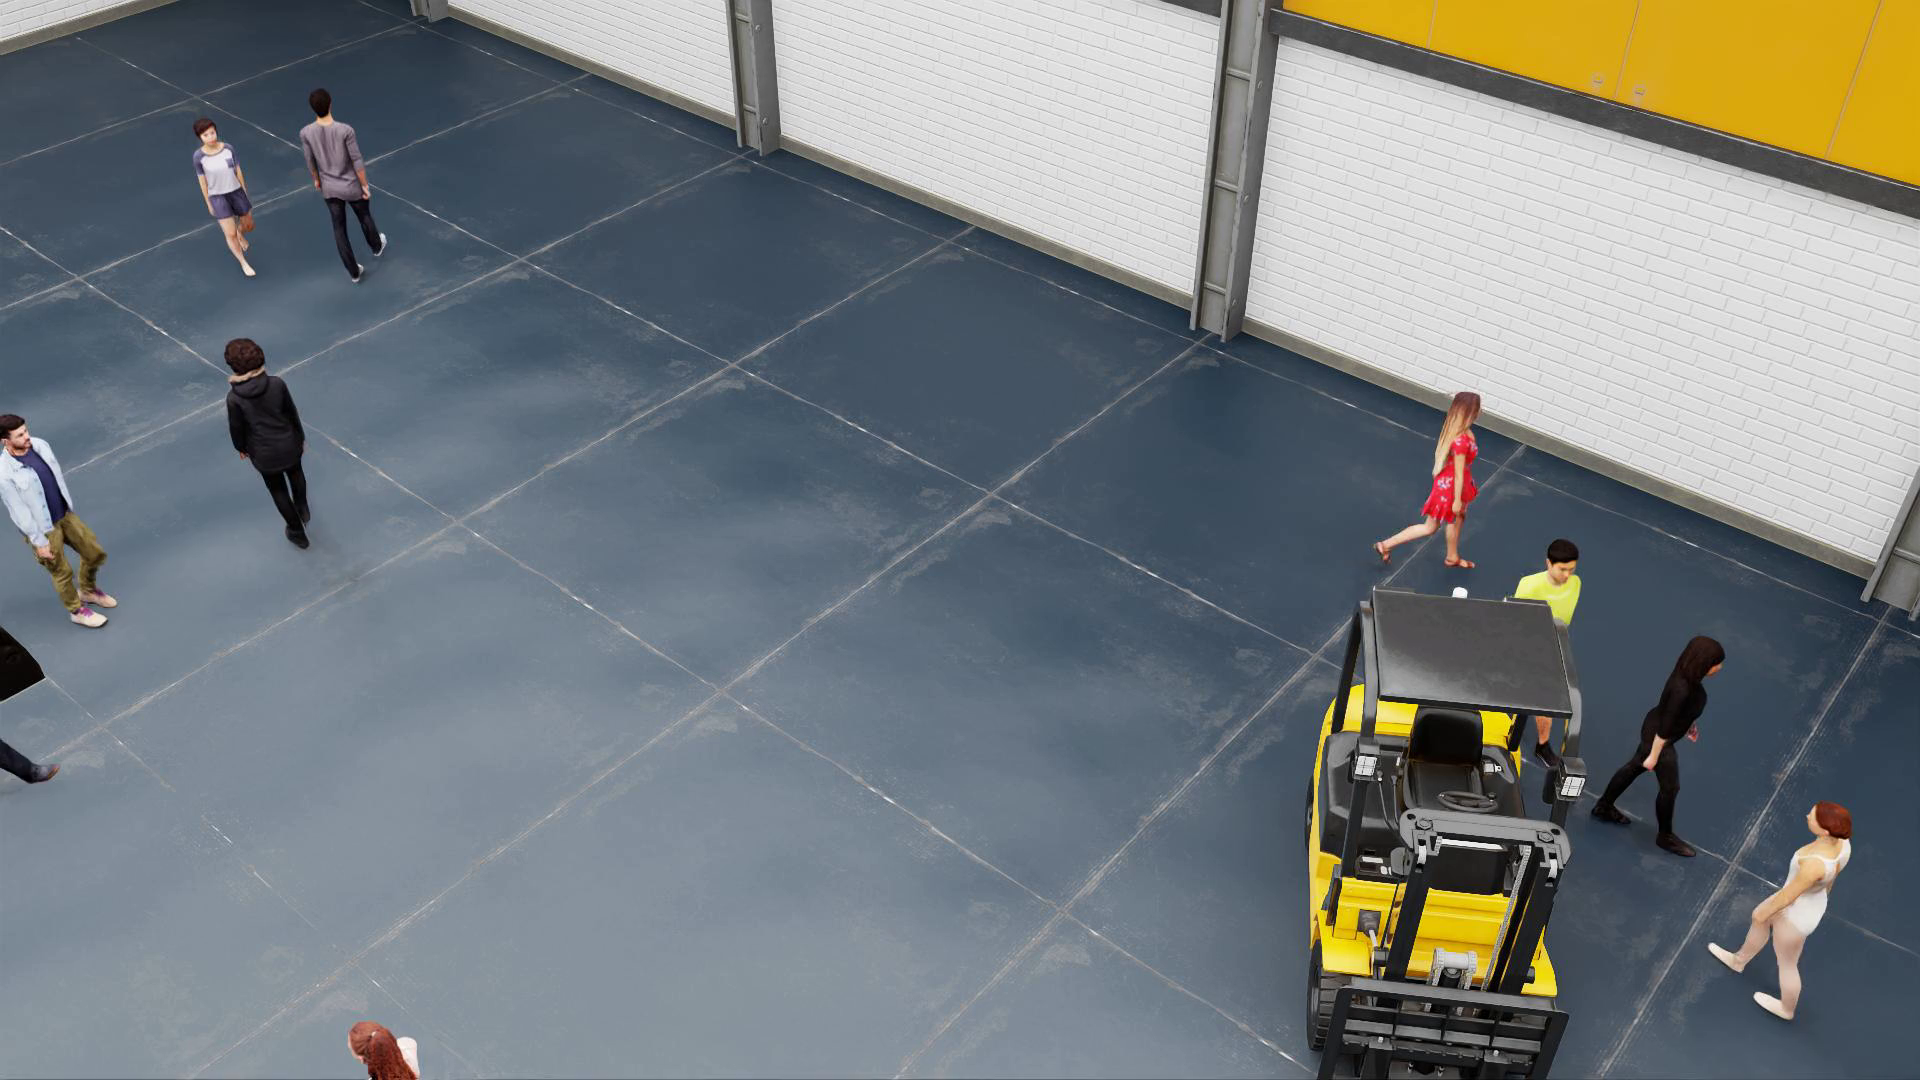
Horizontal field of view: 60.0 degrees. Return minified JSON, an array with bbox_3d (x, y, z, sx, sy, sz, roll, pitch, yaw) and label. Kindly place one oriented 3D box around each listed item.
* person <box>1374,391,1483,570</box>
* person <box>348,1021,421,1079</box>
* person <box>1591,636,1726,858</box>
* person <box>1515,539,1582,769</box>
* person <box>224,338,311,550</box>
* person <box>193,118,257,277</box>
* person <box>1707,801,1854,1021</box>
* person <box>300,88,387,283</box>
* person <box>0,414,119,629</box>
[{"bbox_3d":[3.511,-0.390,12.201,1.085,1.570,0.917,4,39,5],"label":"person"},{"bbox_3d":[-2.565,2.895,7.955,0.738,1.736,0.671,15,41,18],"label":"person"},{"bbox_3d":[4.217,1.182,10.191,0.937,1.622,0.715,16,41,19],"label":"person"},{"bbox_3d":[3.690,0.622,10.861,1.042,1.661,1.190,-9,39,-11],"label":"person"},{"bbox_3d":[-5.089,-0.674,12.404,0.742,1.761,0.878,-25,45,-28],"label":"person"},{"bbox_3d":[-7.024,-3.301,15.865,0.646,1.547,0.830,-27,46,-29],"label":"person"},{"bbox_3d":[4.655,2.076,9.072,0.606,1.622,0.810,-31,48,-33],"label":"person"},{"bbox_3d":[-5.830,-3.282,15.618,1.068,1.825,1.128,-3,39,-4],"label":"person"},{"bbox_3d":[-6.466,-0.124,11.683,0.772,1.800,0.780,10,40,12],"label":"person"}]
